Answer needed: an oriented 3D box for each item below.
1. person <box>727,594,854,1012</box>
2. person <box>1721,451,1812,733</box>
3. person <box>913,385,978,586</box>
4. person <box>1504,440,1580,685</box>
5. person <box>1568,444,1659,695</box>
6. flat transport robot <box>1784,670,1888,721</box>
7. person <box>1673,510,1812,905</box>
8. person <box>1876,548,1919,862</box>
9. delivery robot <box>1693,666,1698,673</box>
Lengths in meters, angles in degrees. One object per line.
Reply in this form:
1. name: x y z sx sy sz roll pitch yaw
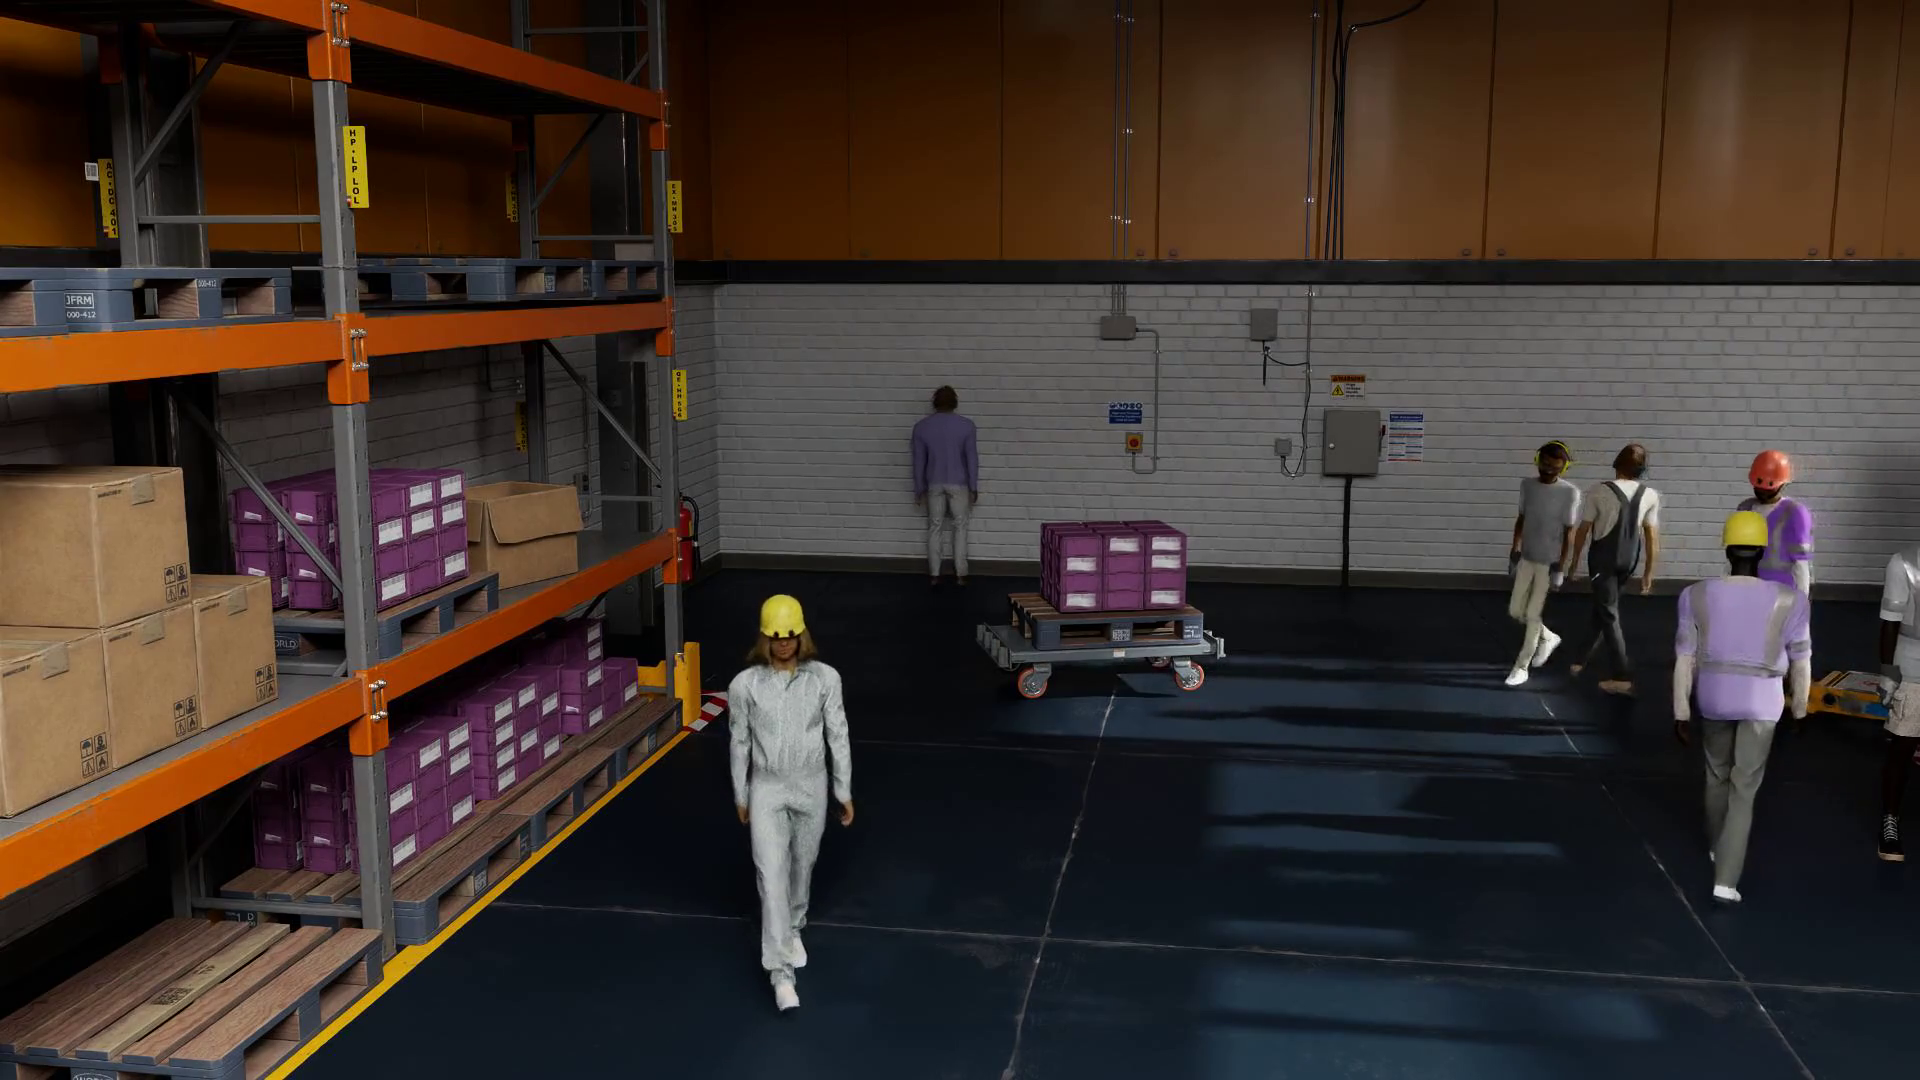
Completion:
1. person: -0.703 1.070 6.961 0.492 1.697 0.896 -3 10 -17
2. person: 5.103 0.365 10.700 0.731 1.889 0.625 -3 10 -15
3. person: -0.129 -0.522 16.030 0.634 1.938 0.358 2 9 11
4. person: 4.300 0.161 12.174 0.563 1.830 0.565 -6 11 -34
5. person: 4.751 0.191 12.111 0.508 1.777 0.874 -1 9 -7
6. flat transport robot: 6.395 1.095 11.186 1.431 0.197 0.652 8 12 39
7. person: 3.804 0.793 8.133 0.592 1.878 1.004 6 11 35
8. person: 5.016 0.687 8.509 0.602 1.960 0.368 2 9 10
9. delivery robot: 5.488 0.810 11.782 0.707 0.478 0.477 6 11 35
